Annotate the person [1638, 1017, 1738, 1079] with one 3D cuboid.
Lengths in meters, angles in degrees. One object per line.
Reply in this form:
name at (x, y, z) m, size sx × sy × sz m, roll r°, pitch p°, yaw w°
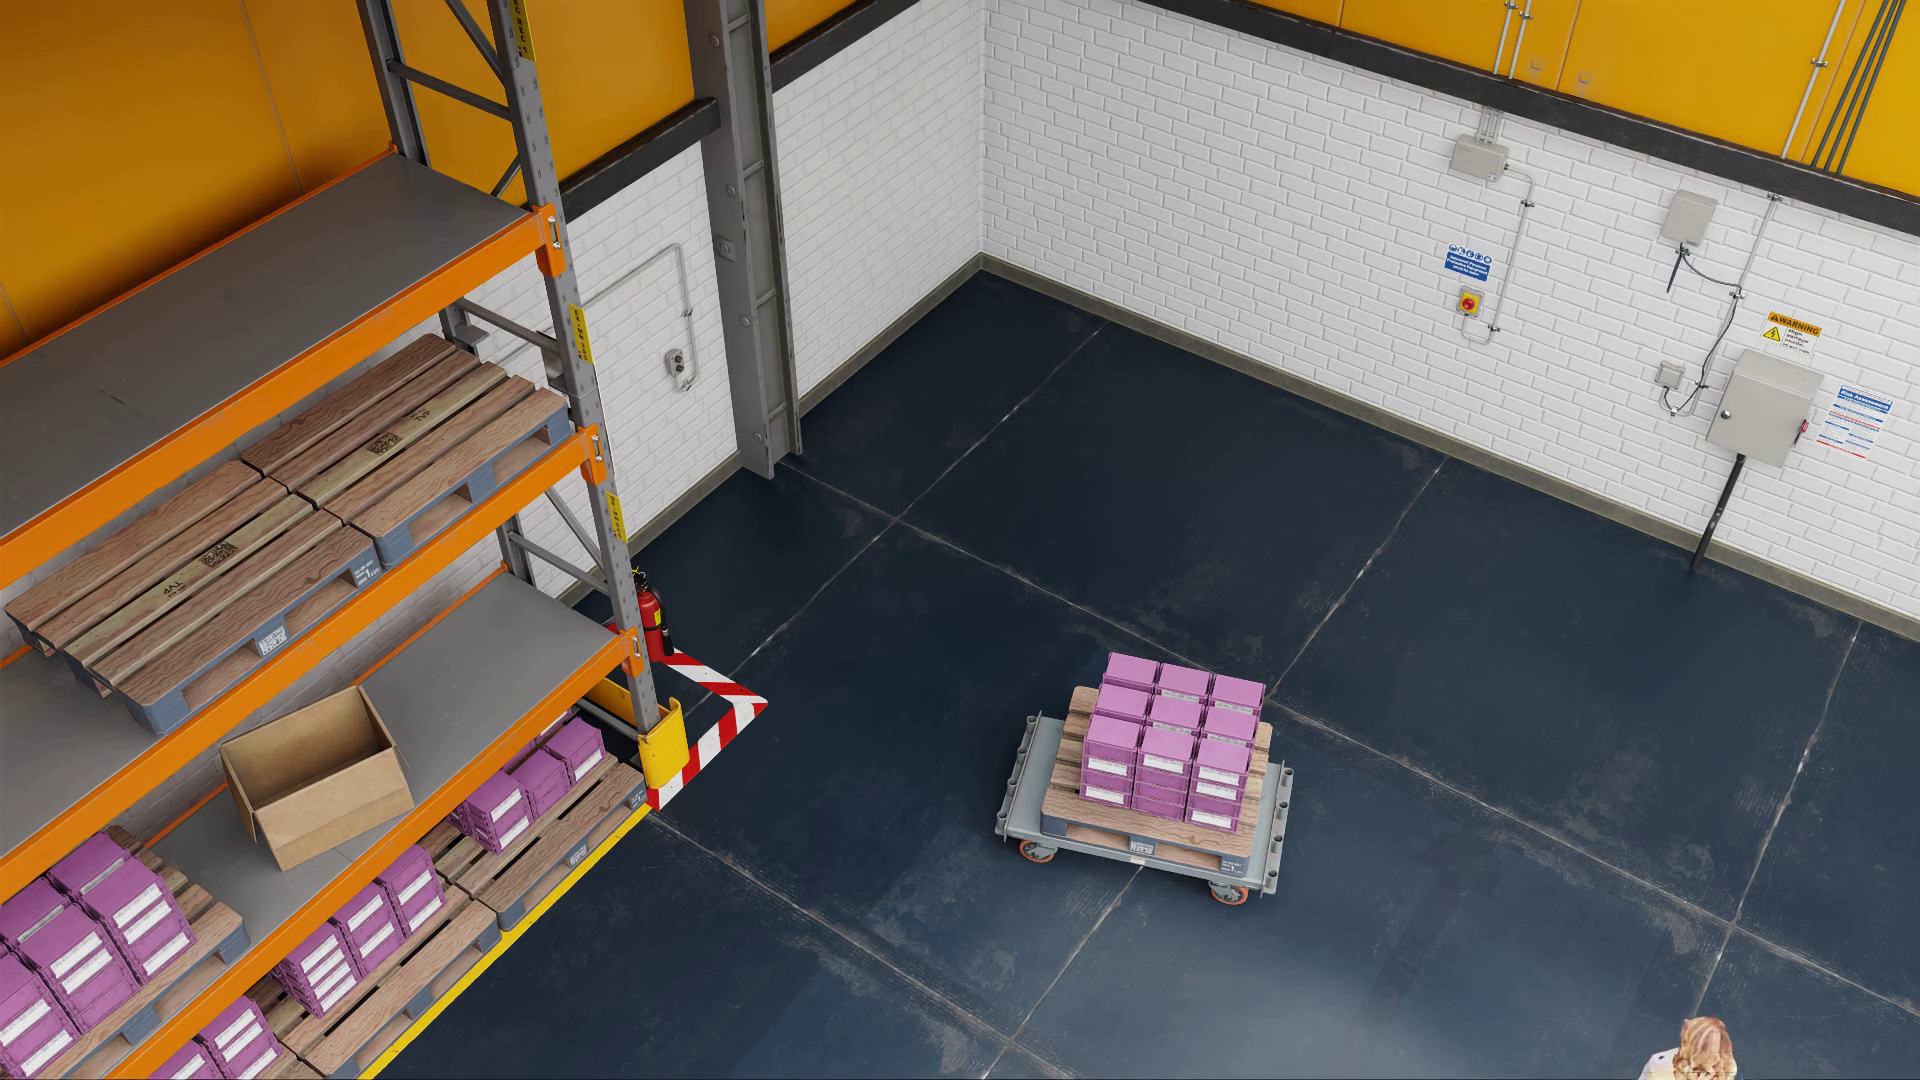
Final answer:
person at (3.329, 2.801, 7.754) m, size 1.166 × 1.683 × 1.150 m, roll -11°, pitch 45°, yaw -11°
